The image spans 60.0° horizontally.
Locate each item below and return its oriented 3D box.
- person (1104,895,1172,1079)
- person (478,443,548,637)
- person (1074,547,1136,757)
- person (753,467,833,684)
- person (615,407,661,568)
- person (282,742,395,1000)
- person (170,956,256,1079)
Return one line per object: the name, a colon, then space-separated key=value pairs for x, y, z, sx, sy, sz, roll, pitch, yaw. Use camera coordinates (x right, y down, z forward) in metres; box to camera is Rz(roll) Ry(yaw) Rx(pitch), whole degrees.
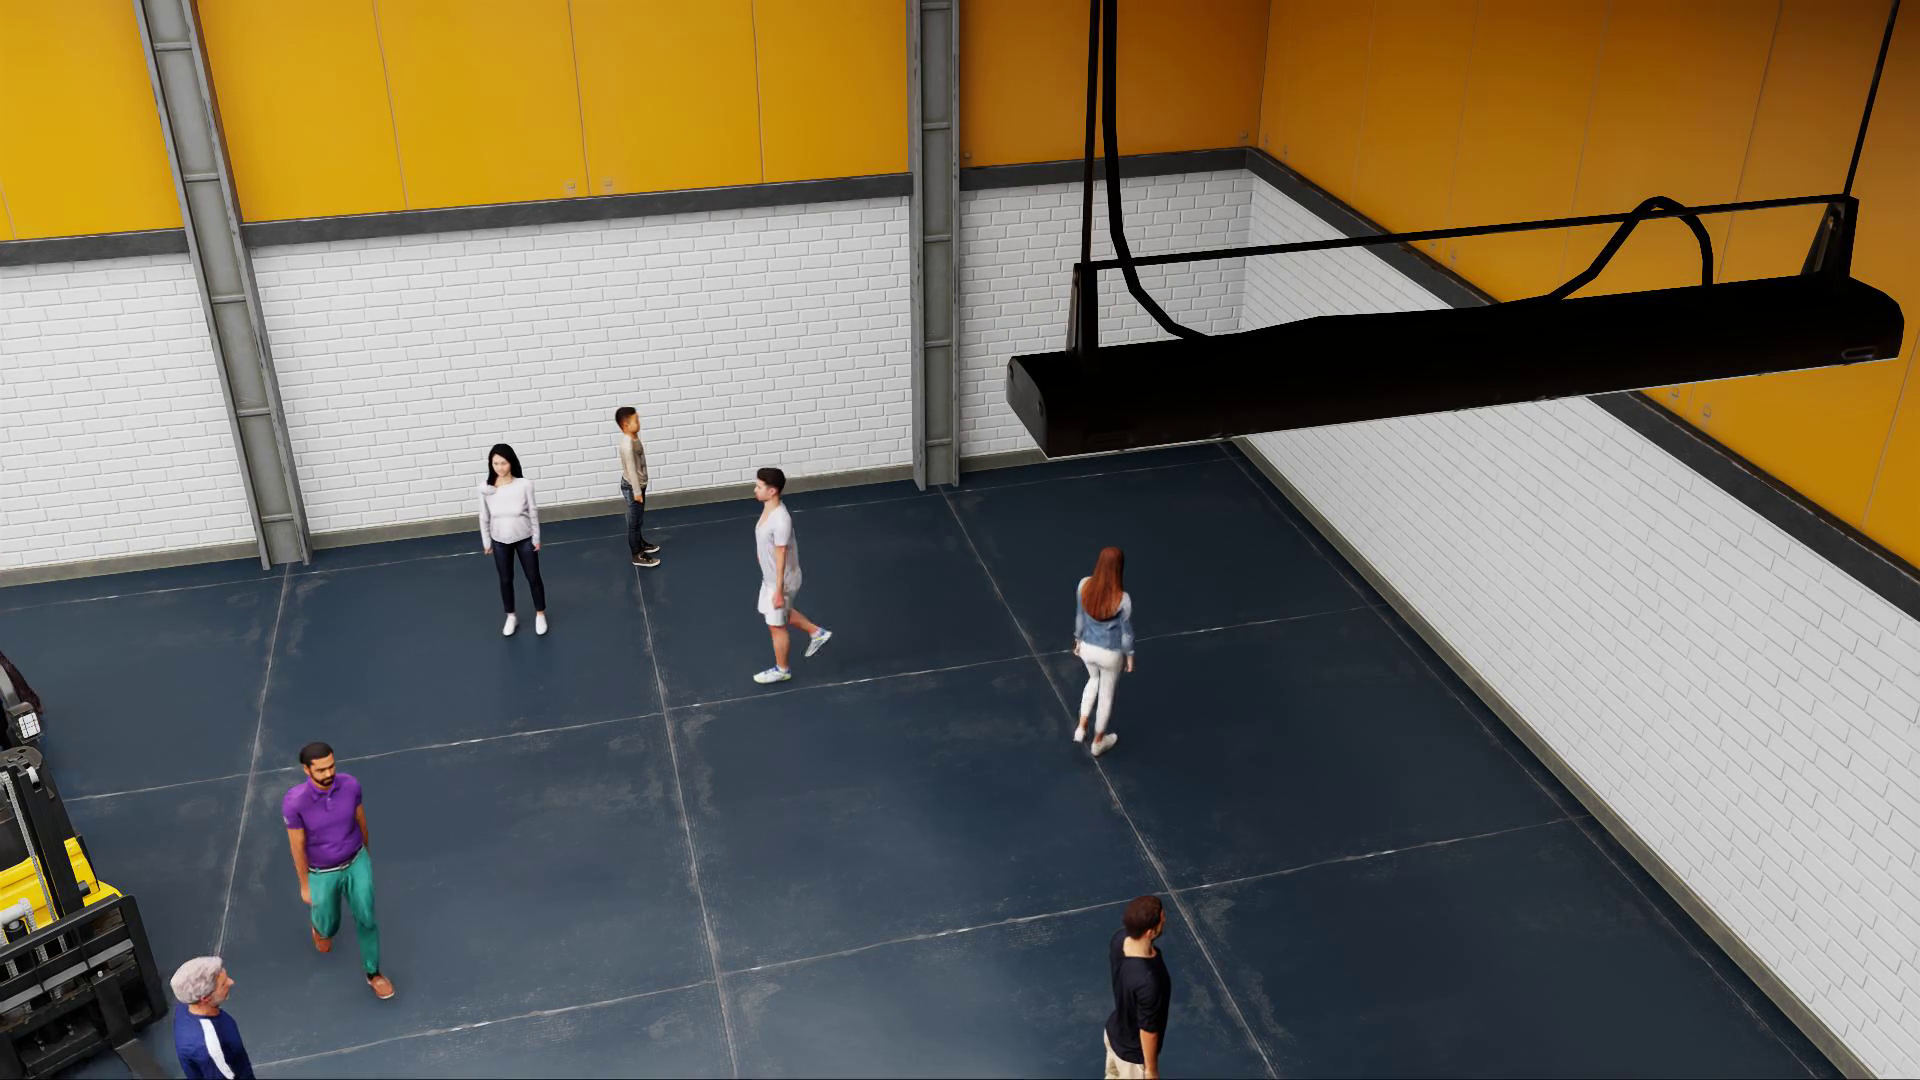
person: x=0.880 y=2.584 z=8.566 sx=0.539 sy=1.850 sz=0.629 roll=-7 pitch=29 yaw=-12
person: x=-3.620 y=-0.016 z=13.489 sx=0.514 sy=1.700 sz=0.699 roll=-3 pitch=29 yaw=-6
person: x=0.970 y=0.841 z=11.929 sx=0.764 sy=1.689 sz=0.810 roll=21 pitch=35 yaw=33
person: x=-1.299 y=0.269 z=12.824 sx=0.897 sy=1.836 sz=0.706 roll=-9 pitch=30 yaw=-16
person: x=-2.862 y=-0.488 z=14.601 sx=0.547 sy=1.464 sz=0.575 roll=-3 pitch=29 yaw=-6
person: x=-3.753 y=1.915 z=9.898 sx=1.040 sy=1.748 sz=0.940 roll=-21 pitch=35 yaw=-33
person: x=-3.693 y=2.815 z=8.187 sx=1.192 sy=1.807 sz=0.874 roll=-19 pitch=34 yaw=-31
